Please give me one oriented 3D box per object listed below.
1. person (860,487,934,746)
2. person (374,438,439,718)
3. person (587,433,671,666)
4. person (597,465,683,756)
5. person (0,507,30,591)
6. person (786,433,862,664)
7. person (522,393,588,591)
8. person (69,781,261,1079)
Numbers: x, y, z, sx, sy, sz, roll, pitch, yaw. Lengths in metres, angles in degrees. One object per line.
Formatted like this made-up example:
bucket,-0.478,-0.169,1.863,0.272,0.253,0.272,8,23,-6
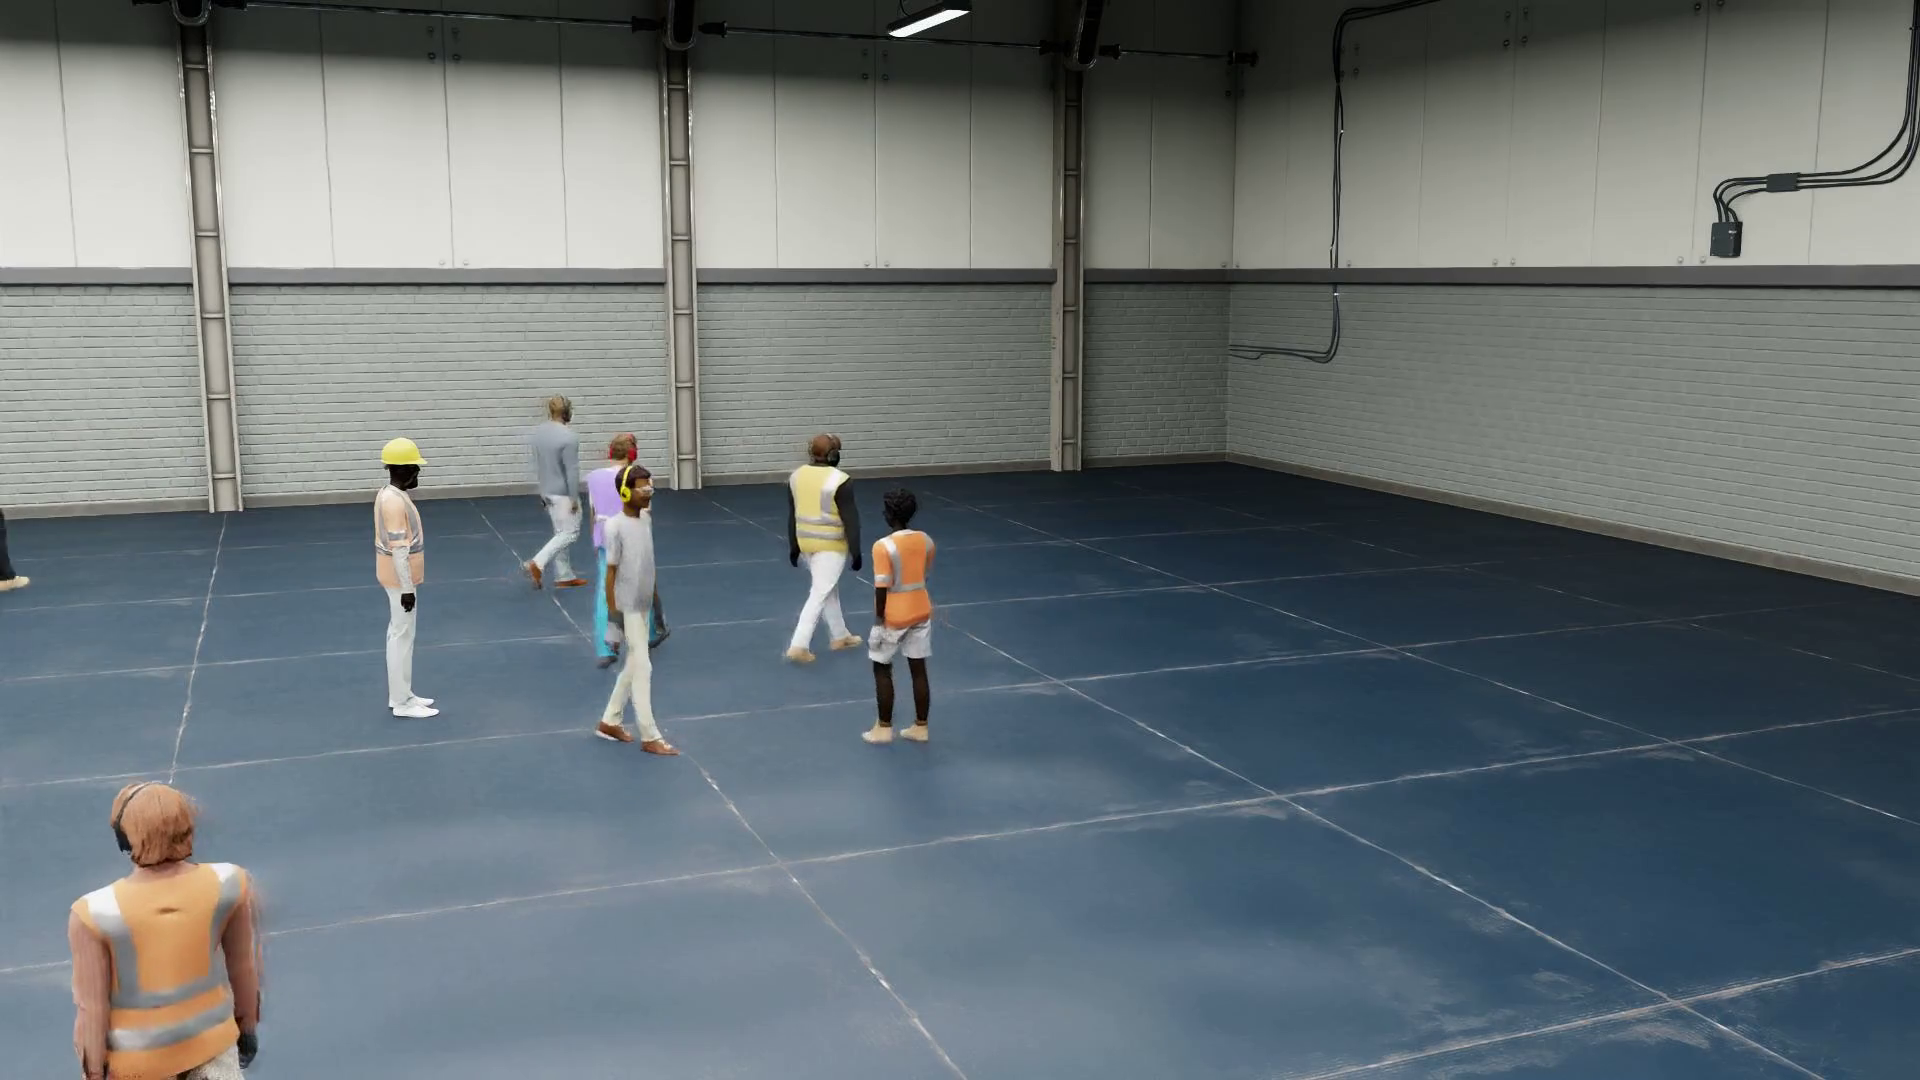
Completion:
person,-0.409,0.495,10.723,0.395,1.691,0.567,8,12,43
person,-3.822,0.258,11.450,0.366,1.926,0.593,-4,10,-22
person,-2.638,0.049,13.152,0.598,1.792,0.969,2,9,15
person,-2.068,0.440,10.623,0.607,1.881,0.562,3,9,17
person,-9.354,-0.498,15.841,0.712,2.000,0.832,4,10,23
person,-1.091,0.054,13.155,0.644,1.802,0.955,7,12,39
person,-3.877,-0.433,15.849,0.634,1.923,0.689,9,12,43
person,-2.242,1.490,4.788,0.522,1.614,0.817,-8,12,-42
